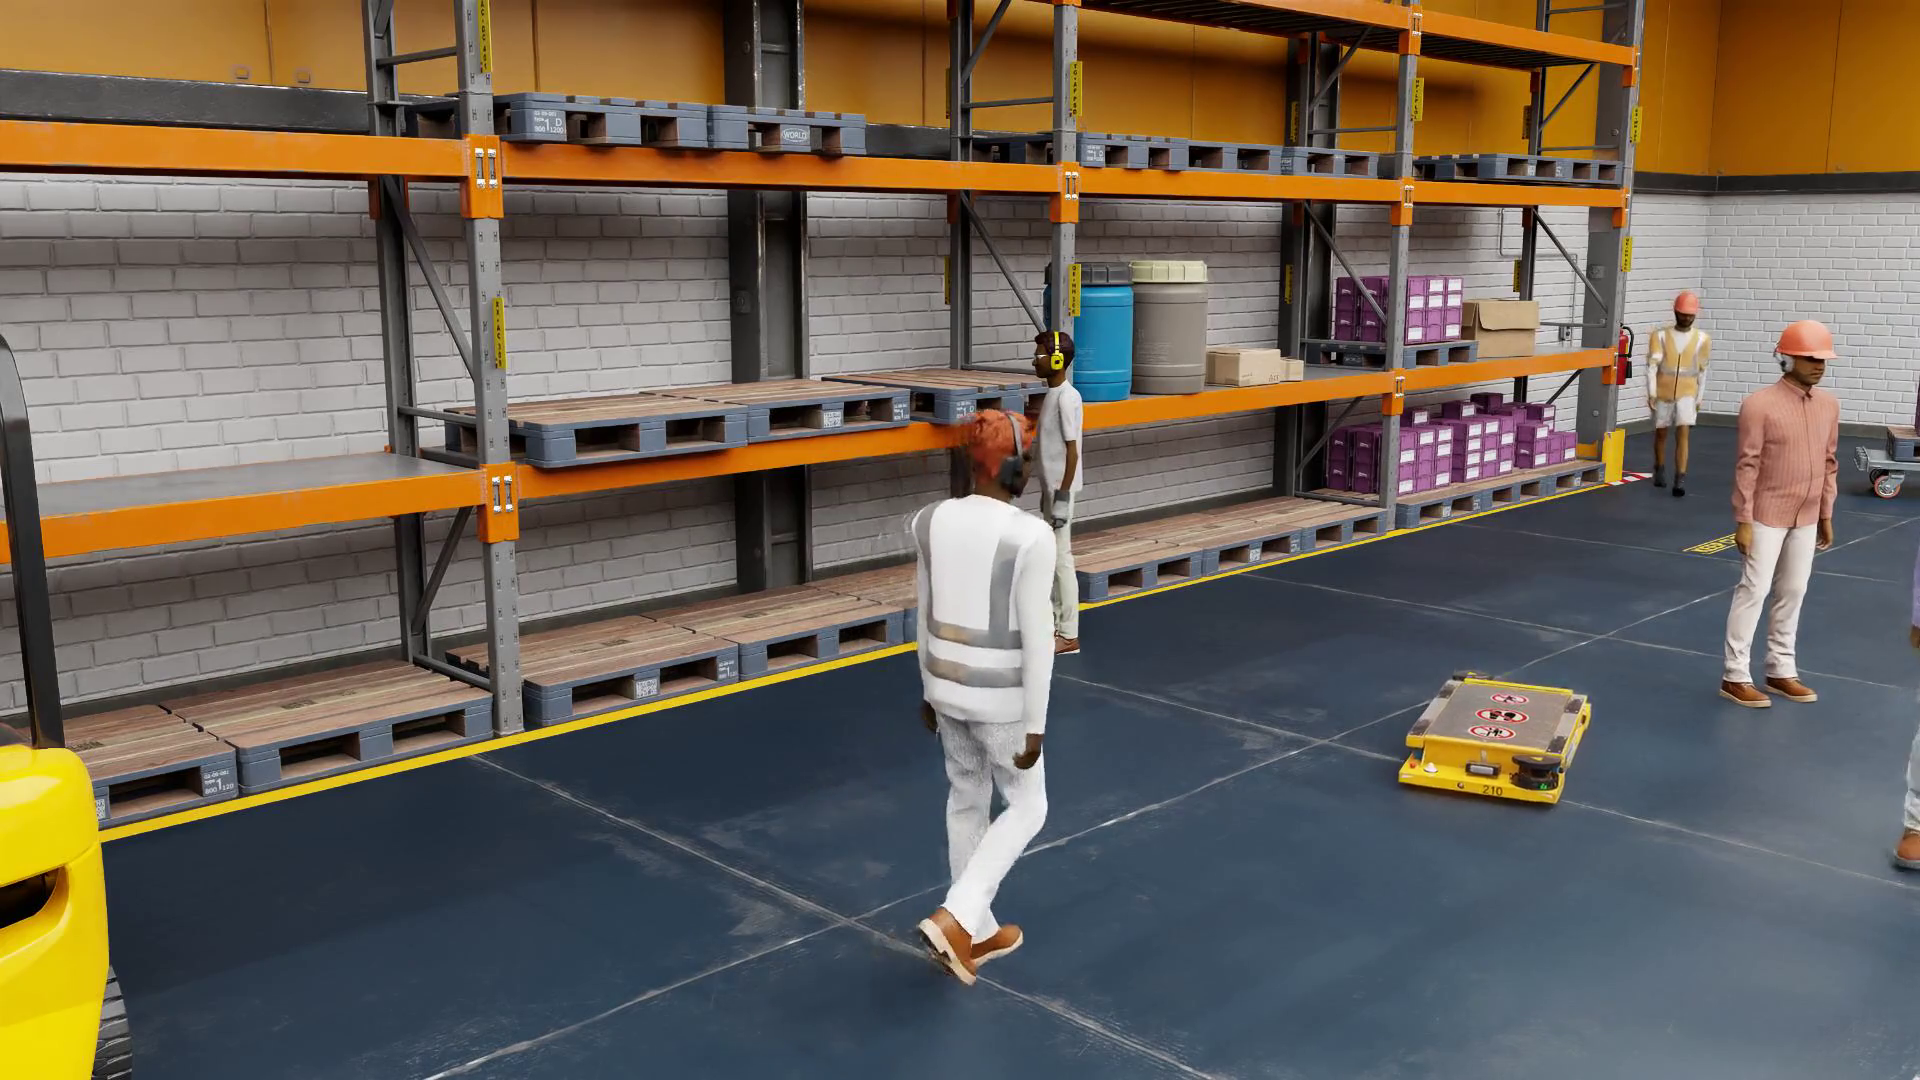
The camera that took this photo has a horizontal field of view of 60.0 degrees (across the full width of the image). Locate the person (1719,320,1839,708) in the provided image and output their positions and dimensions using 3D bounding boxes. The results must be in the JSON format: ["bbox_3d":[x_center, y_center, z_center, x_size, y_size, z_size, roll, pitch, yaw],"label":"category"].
[{"bbox_3d":[4.222,-0.129,8.502,0.619,1.985,0.406,-4,11,-20],"label":"person"}]

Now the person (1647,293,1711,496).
[{"bbox_3d":[6.715,-1.372,15.601,0.537,1.882,1.047,4,11,20],"label":"person"}]

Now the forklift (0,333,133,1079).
[{"bbox_3d":[-3.289,0.485,4.582,1.214,2.155,2.313,-10,14,-44],"label":"forklift"}]

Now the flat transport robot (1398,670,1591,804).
[{"bbox_3d":[2.499,0.880,7.676,0.652,0.197,1.431,5,12,25],"label":"flat transport robot"}]

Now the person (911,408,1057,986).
[{"bbox_3d":[0.040,0.517,5.297,0.580,1.870,0.540,8,13,37],"label":"person"}]

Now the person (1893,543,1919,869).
[{"bbox_3d":[3.857,0.351,6.130,0.644,1.899,0.513,8,13,38],"label":"person"}]

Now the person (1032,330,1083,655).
[{"bbox_3d":[0.538,-0.270,9.585,0.320,1.871,0.533,-1,10,-6],"label":"person"}]
